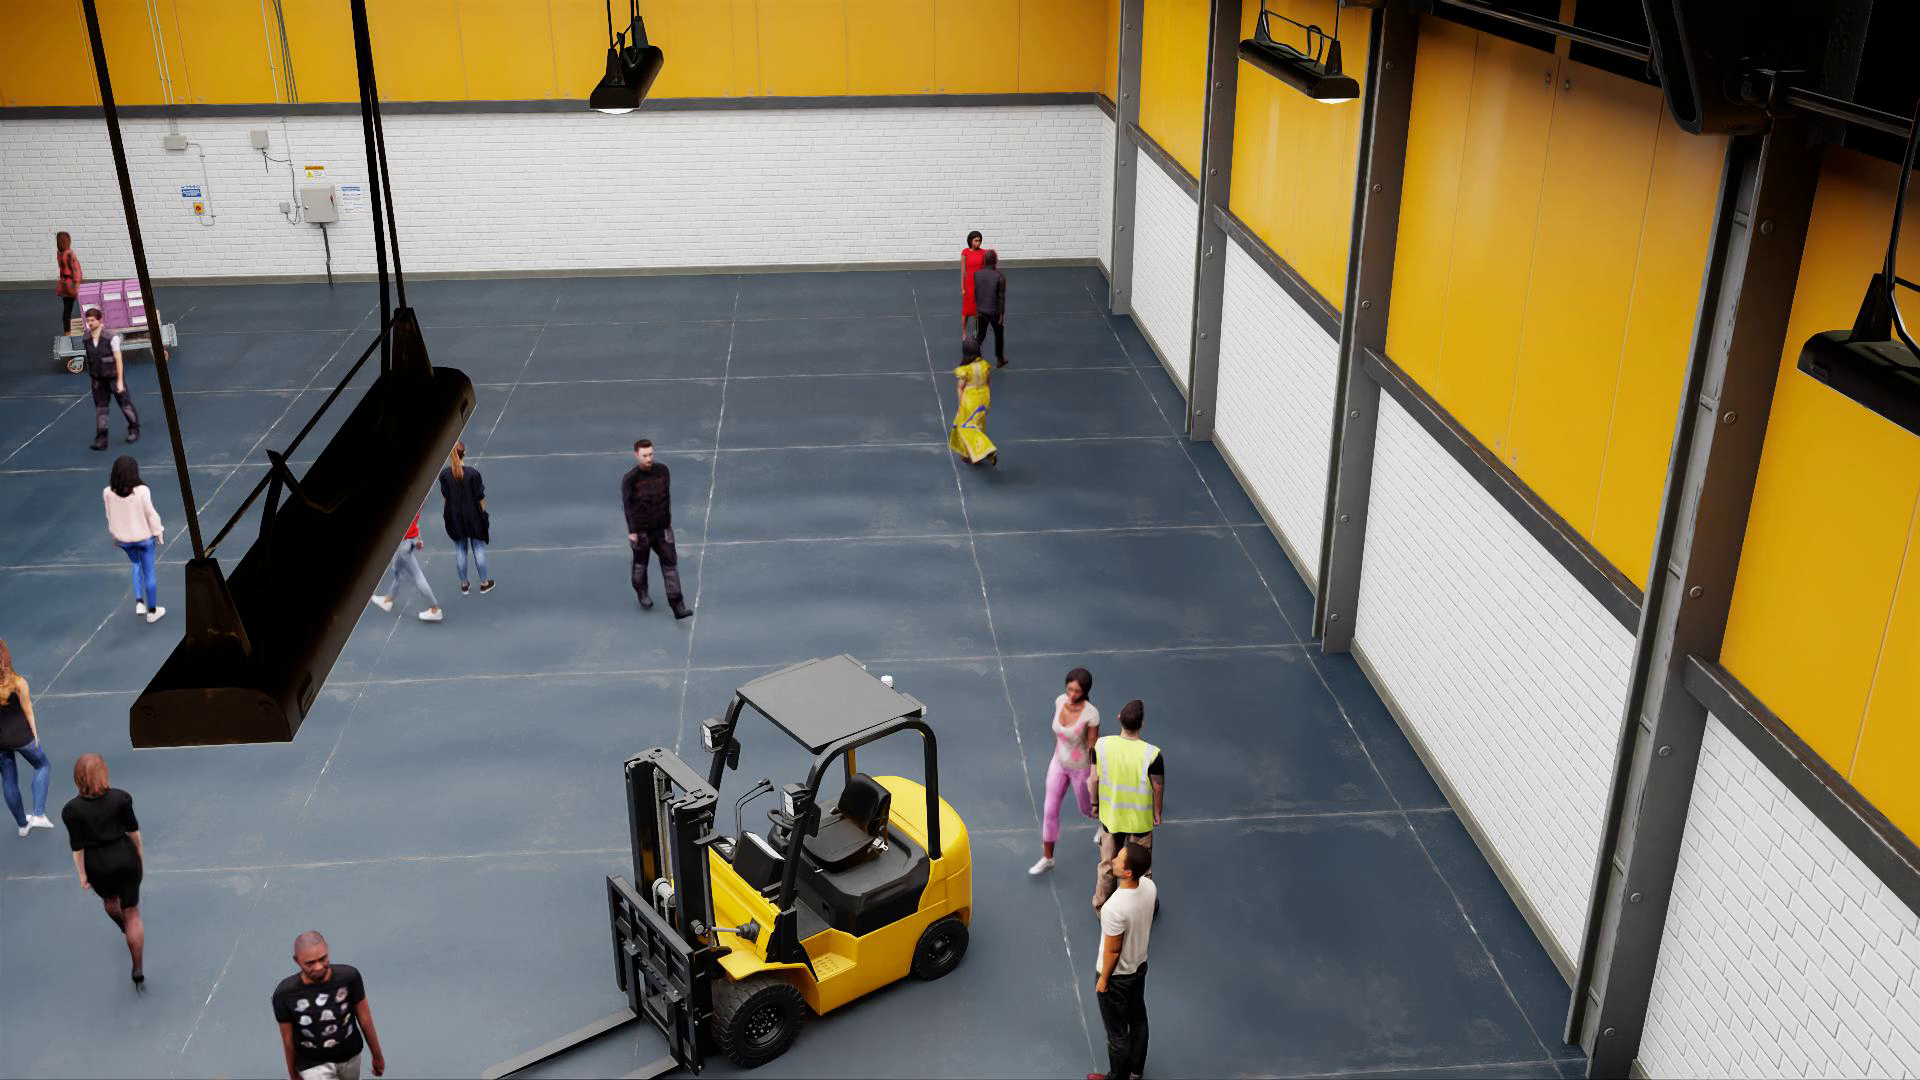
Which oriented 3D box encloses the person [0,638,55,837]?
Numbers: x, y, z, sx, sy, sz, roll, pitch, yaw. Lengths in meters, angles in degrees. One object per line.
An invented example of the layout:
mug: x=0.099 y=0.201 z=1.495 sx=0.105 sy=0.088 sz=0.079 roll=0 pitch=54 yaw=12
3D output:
person: x=-7.426 y=1.591 z=12.976 sx=0.636 sy=1.709 sz=0.721 roll=-7 pitch=24 yaw=-15

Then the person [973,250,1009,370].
person: x=0.358 y=-3.219 z=23.874 sx=1.153 sy=1.793 sz=1.311 roll=13 pitch=27 yaw=28

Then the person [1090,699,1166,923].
person: x=1.204 y=1.961 z=11.957 sx=0.814 sy=1.846 sz=0.847 roll=7 pitch=25 yaw=16

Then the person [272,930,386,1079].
person: x=-3.671 y=2.993 z=9.696 sx=1.049 sy=1.765 sz=1.305 roll=-14 pitch=27 yaw=-29

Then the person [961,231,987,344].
person: x=0.192 y=-3.867 z=25.425 sx=0.621 sy=1.738 sz=0.571 roll=-7 pitch=25 yaw=-16

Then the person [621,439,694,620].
person: x=-3.153 y=-0.129 z=16.720 sx=1.061 sy=1.860 sz=1.287 roll=-15 pitch=28 yaw=-31

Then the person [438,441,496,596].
person: x=-5.109 y=-0.235 z=17.182 sx=0.635 sy=1.684 sz=0.565 roll=0 pitch=24 yaw=-1

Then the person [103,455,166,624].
person: x=-8.205 y=0.032 z=16.482 sx=0.685 sy=1.756 sz=0.646 roll=0 pitch=24 yaw=1

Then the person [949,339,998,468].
person: x=0.216 y=-1.620 z=20.424 sx=1.151 sy=1.627 sz=1.304 roll=-17 pitch=29 yaw=-34

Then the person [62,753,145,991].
person: x=-5.803 y=2.308 z=11.414 sx=0.901 sy=1.646 sz=1.169 roll=-13 pitch=27 yaw=-28

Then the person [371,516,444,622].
person: x=-5.447 y=0.059 z=16.530 sx=0.915 sy=1.668 sz=1.080 roll=6 pitch=24 yaw=13

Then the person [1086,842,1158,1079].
person: x=1.029 y=2.664 z=10.401 sx=0.766 sy=1.804 sz=0.700 roll=18 pitch=29 yaw=35

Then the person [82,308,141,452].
person: x=-10.826 y=-2.086 z=21.258 sx=0.728 sy=1.812 sz=1.117 roll=0 pitch=24 yaw=1

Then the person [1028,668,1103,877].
person: x=0.932 y=1.727 z=12.664 sx=1.106 sy=1.709 sz=1.101 roll=-20 pitch=30 yaw=-37
